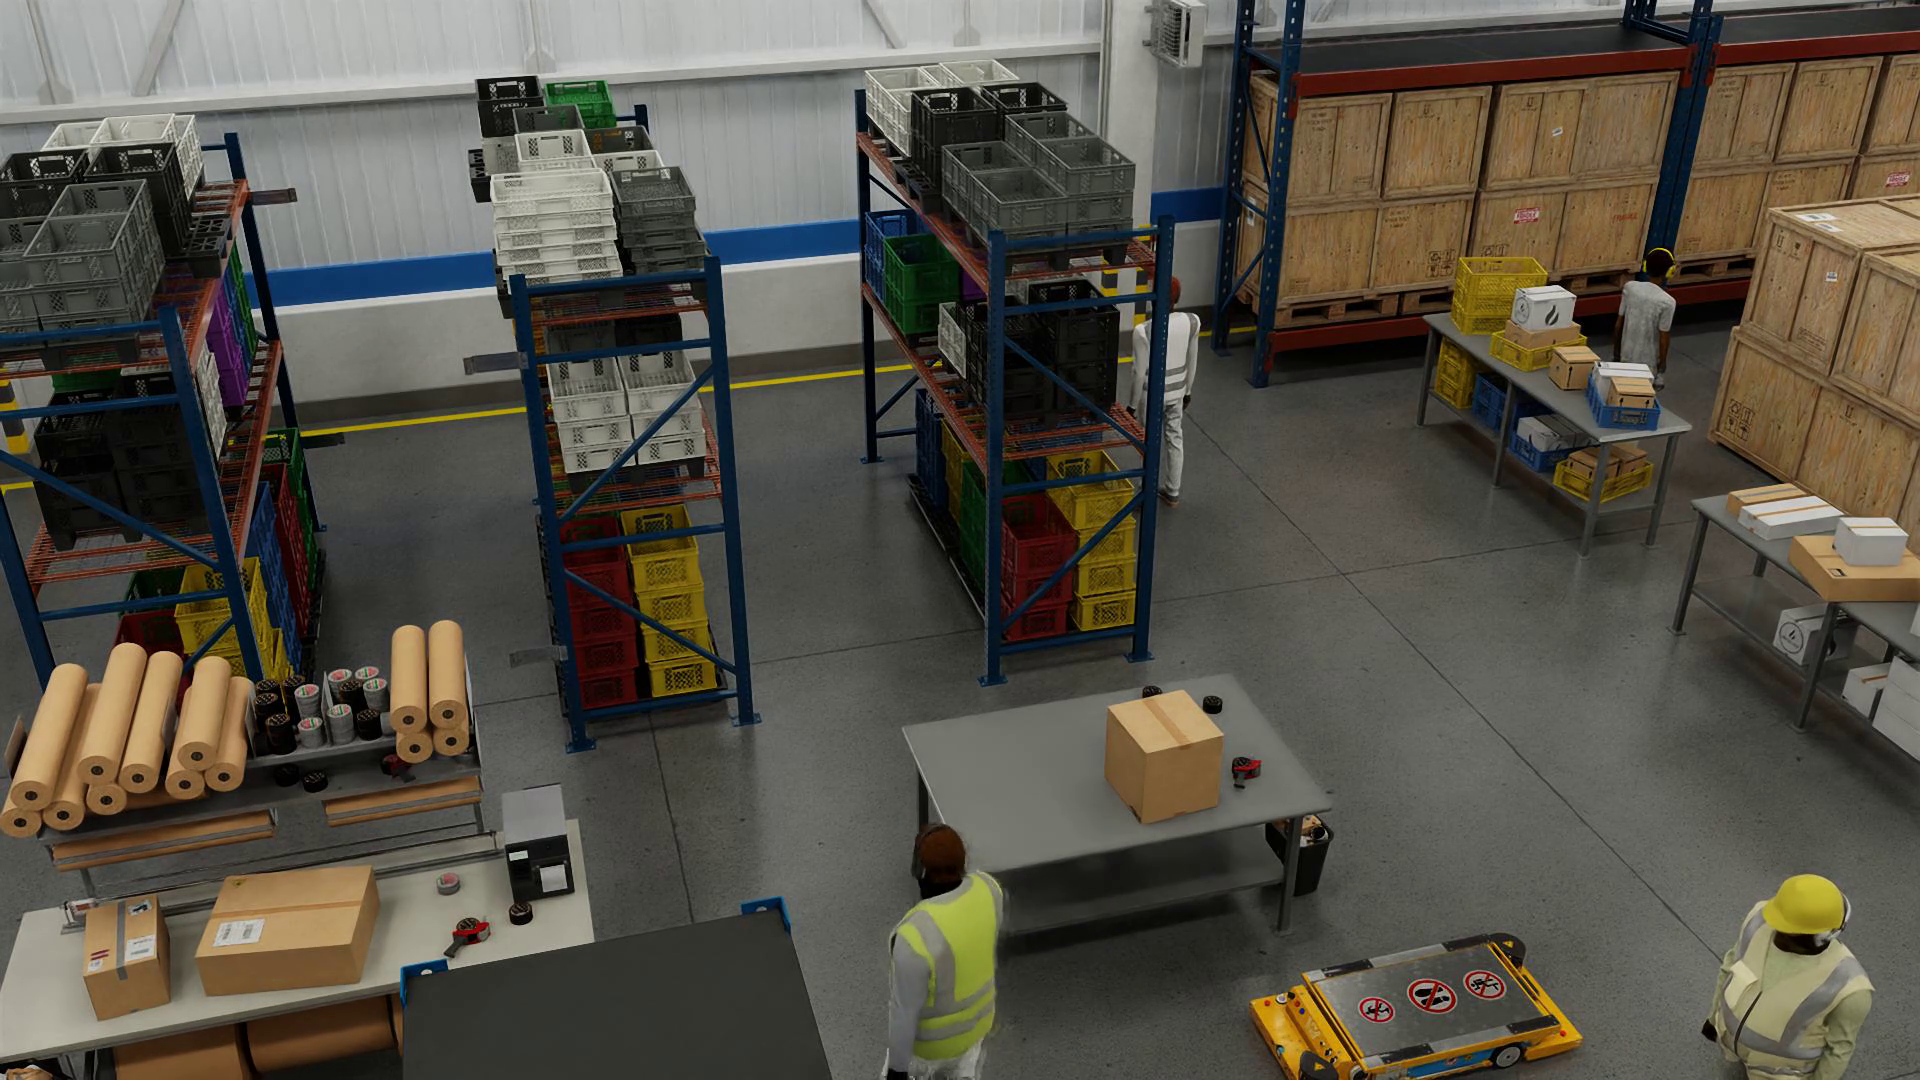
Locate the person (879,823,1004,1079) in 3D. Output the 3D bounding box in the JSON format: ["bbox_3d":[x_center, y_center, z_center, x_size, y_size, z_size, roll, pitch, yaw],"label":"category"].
[{"bbox_3d":[-0.110,1.989,6.938,0.515,1.802,0.683,21,35,33],"label":"person"}]

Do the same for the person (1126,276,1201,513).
[{"bbox_3d":[1.500,-1.086,12.449,0.574,1.883,0.356,-15,32,-25],"label":"person"}]

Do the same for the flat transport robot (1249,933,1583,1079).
[{"bbox_3d":[2.184,2.282,7.980,1.431,0.197,0.652,-8,30,-14],"label":"flat transport robot"}]

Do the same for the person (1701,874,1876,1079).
[{"bbox_3d":[3.268,2.075,6.758,0.403,1.823,0.586,-13,31,-22],"label":"person"}]

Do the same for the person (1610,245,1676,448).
[{"bbox_3d":[5.332,-1.404,13.035,0.324,1.876,0.526,-16,32,-26],"label":"person"}]
